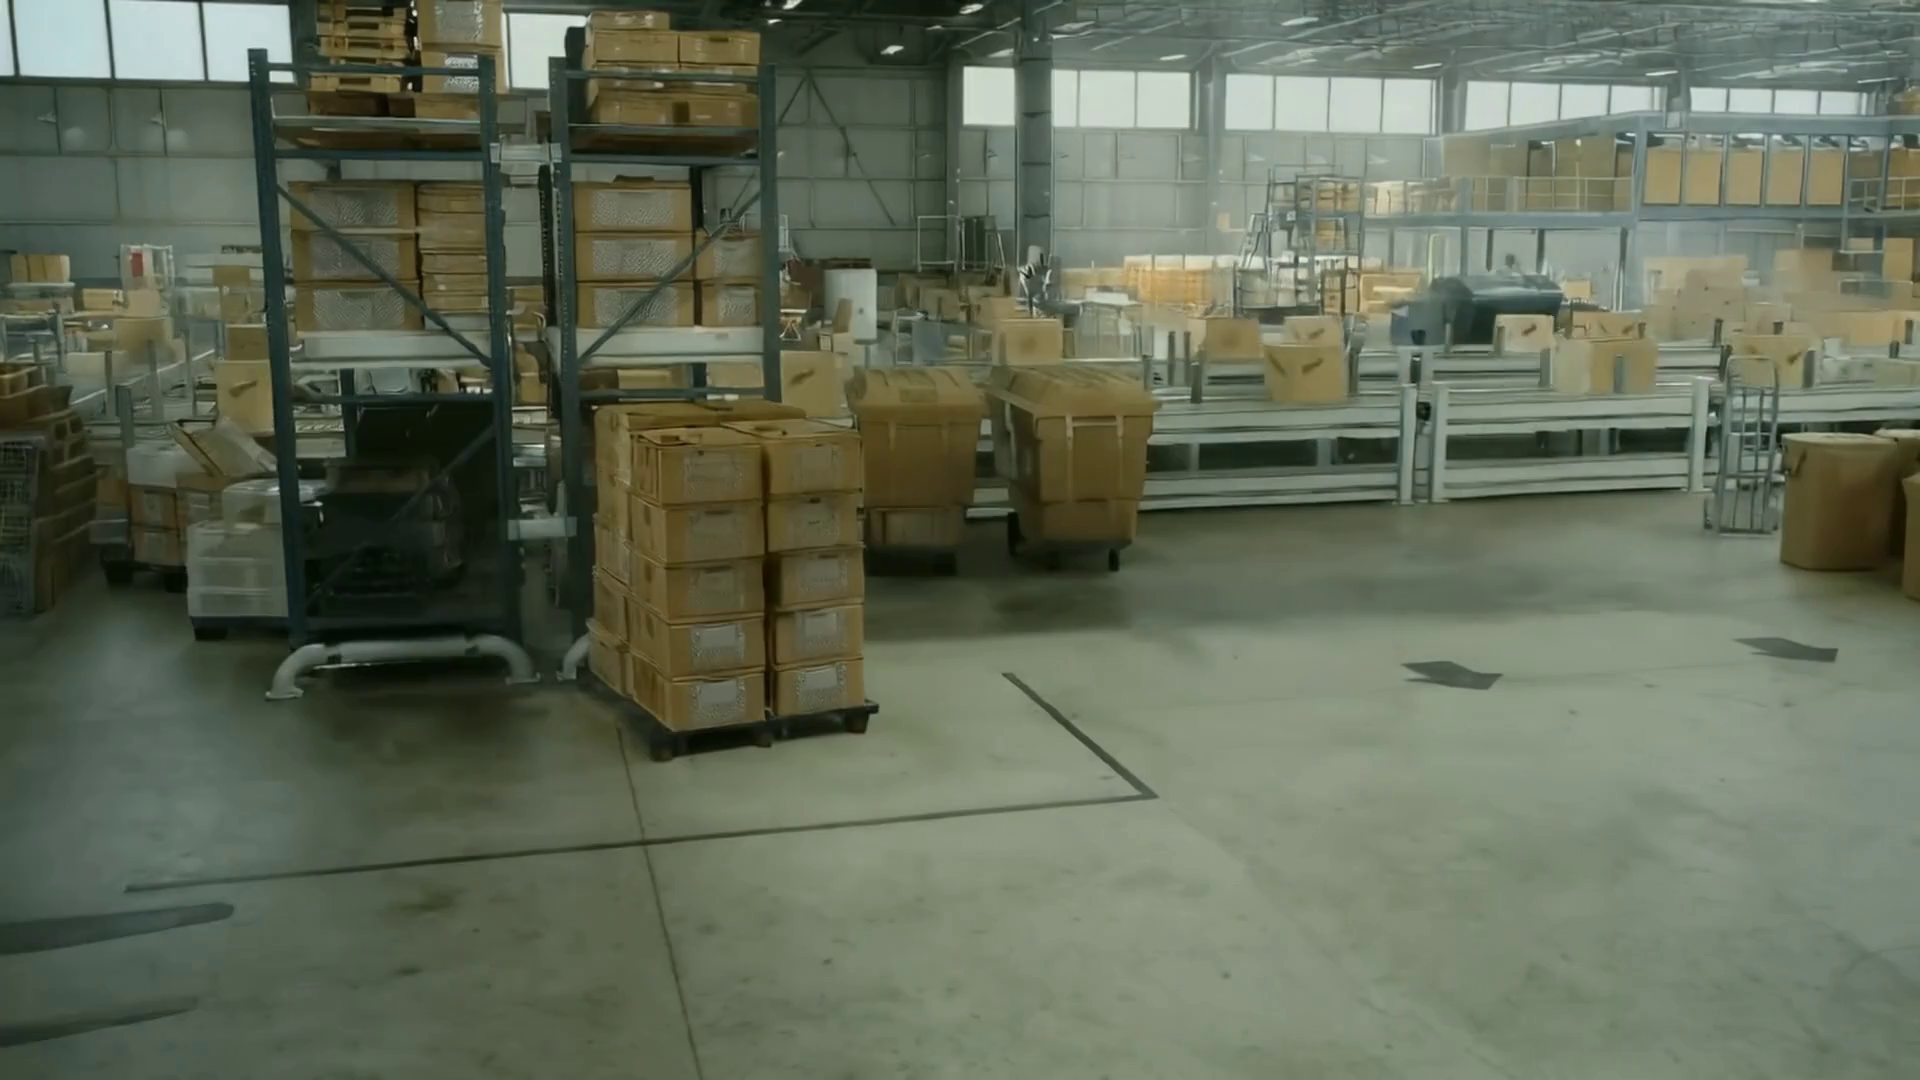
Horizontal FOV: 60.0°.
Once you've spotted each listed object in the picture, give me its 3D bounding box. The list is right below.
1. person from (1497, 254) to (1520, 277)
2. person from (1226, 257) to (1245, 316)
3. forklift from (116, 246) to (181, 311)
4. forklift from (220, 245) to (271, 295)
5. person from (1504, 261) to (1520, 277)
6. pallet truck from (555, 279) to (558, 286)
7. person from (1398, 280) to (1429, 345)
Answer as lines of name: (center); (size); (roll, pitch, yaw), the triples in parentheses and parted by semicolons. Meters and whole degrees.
person: (13.465, -6.063, 40.953); (0.607, 1.951, 1.049); (-1, 10, -4)
person: (5.826, -5.140, 35.821); (0.846, 1.915, 0.552); (0, 10, -2)
forklift: (-19.966, -6.232, 40.894); (1.157, 1.987, 2.680); (-3, 10, -15)
forklift: (-17.749, -6.334, 41.440); (1.157, 1.987, 2.680); (-3, 10, -17)
person: (11.721, -5.003, 35.284); (0.595, 1.824, 0.404); (6, 12, 30)
pallet truck: (-10.604, -6.375, 44.520); (0.653, 1.274, 1.630); (-3, 10, -15)
person: (7.089, -3.240, 25.925); (0.857, 1.592, 0.497); (-4, 11, -22)
